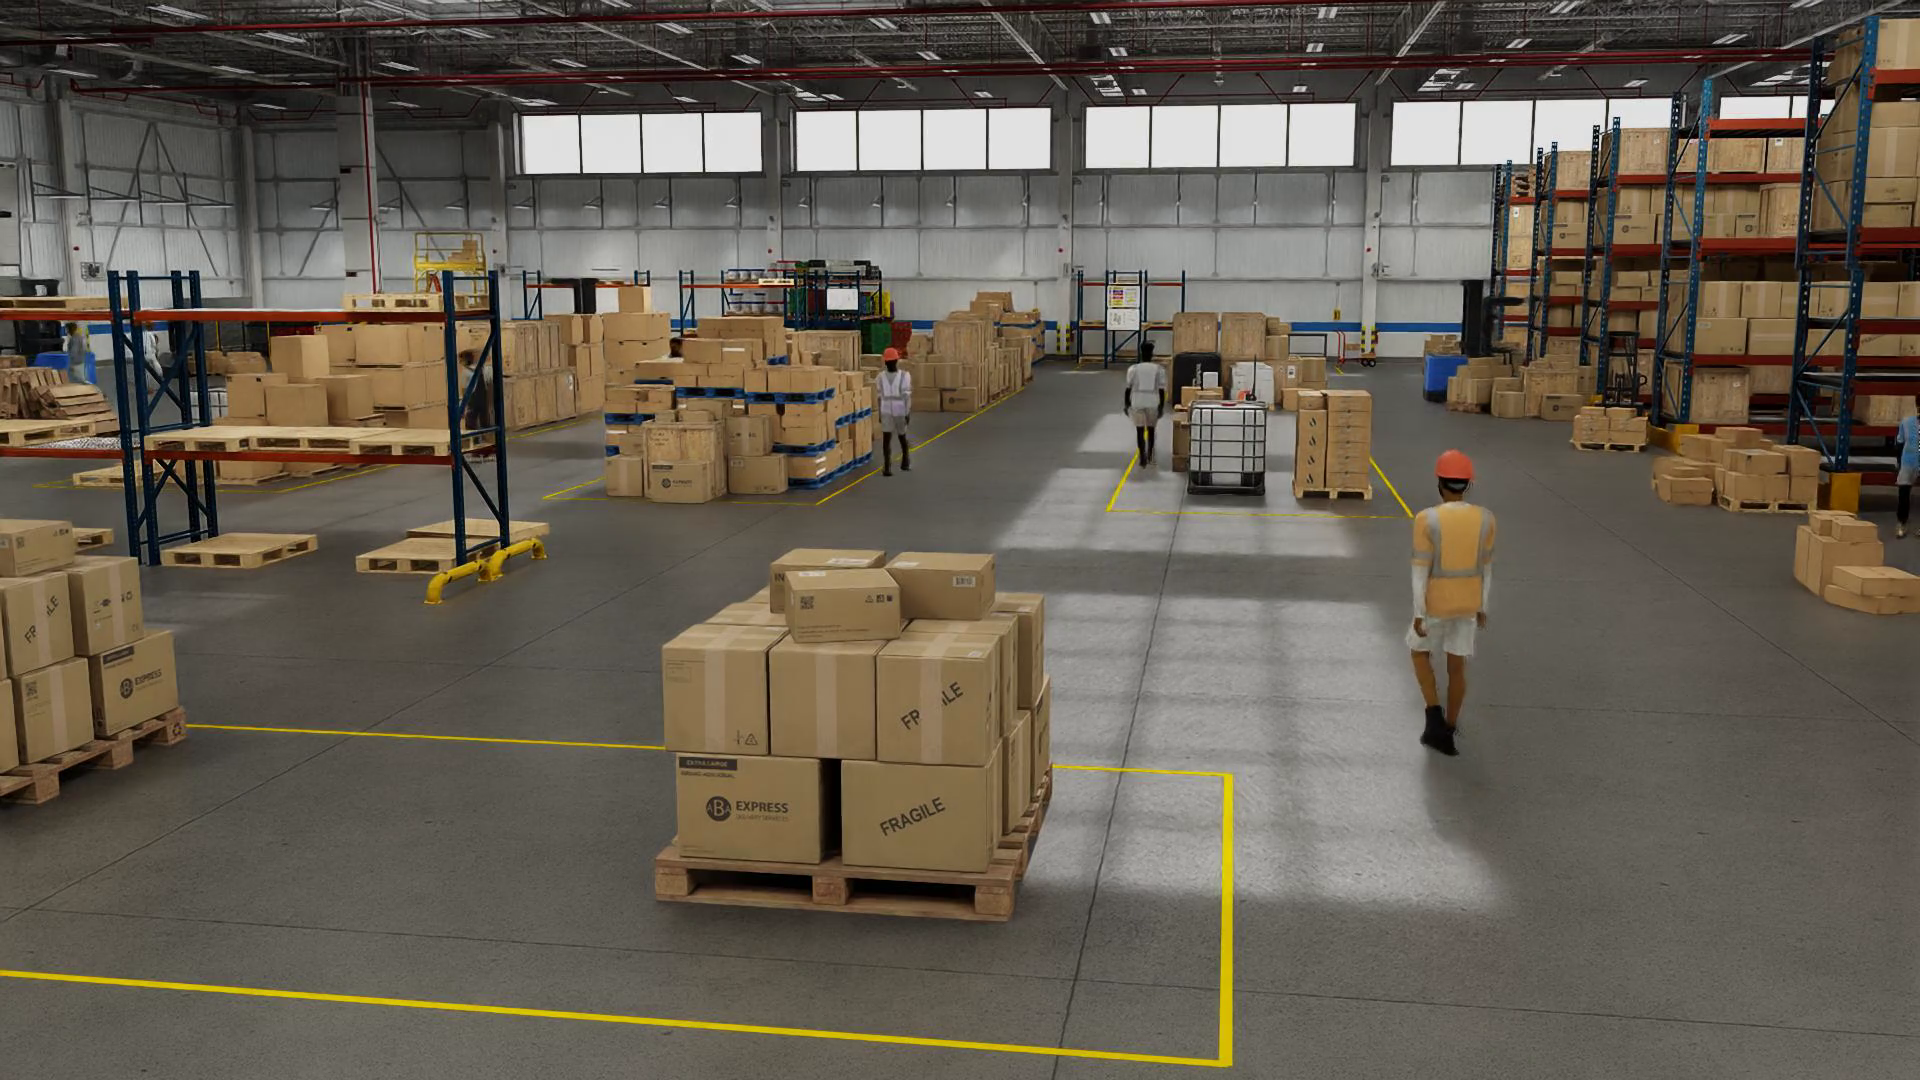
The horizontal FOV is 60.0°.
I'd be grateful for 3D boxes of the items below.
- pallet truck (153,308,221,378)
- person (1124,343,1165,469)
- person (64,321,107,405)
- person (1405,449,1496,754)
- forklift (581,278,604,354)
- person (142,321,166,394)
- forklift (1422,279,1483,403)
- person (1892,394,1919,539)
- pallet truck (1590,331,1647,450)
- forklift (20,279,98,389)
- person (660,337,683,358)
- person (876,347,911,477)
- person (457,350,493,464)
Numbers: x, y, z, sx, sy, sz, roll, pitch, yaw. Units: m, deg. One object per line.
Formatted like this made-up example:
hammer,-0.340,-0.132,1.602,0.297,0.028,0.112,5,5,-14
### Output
pallet truck,-21.869,-5.598,47.154,0.823,1.965,1.885,4,10,26
person,2.847,-2.093,25.766,0.610,1.909,1.007,0,9,-2
person,-19.585,-3.912,37.028,0.875,1.916,0.631,-6,11,-33
person,3.066,0.388,10.457,0.555,1.918,0.407,-1,9,-5
forklift,-10.072,-5.752,45.391,1.873,2.768,1.129,-3,10,-17
person,-19.727,-4.486,40.726,0.799,1.852,0.617,-2,10,-15
forklift,11.588,-4.526,37.827,1.873,2.768,1.129,1,9,9
person,10.779,-0.825,18.698,0.558,1.659,0.782,8,12,42
pallet truck,11.253,-2.573,28.499,0.823,1.965,1.885,5,10,27
forklift,-21.642,-4.773,39.353,1.873,2.768,1.129,1,9,9
person,-4.833,-2.495,28.297,0.637,1.901,0.469,2,9,10
person,-0.977,-1.919,24.712,0.549,1.917,0.808,2,9,10
person,-7.600,-2.097,26.190,0.338,1.805,0.652,6,11,35
